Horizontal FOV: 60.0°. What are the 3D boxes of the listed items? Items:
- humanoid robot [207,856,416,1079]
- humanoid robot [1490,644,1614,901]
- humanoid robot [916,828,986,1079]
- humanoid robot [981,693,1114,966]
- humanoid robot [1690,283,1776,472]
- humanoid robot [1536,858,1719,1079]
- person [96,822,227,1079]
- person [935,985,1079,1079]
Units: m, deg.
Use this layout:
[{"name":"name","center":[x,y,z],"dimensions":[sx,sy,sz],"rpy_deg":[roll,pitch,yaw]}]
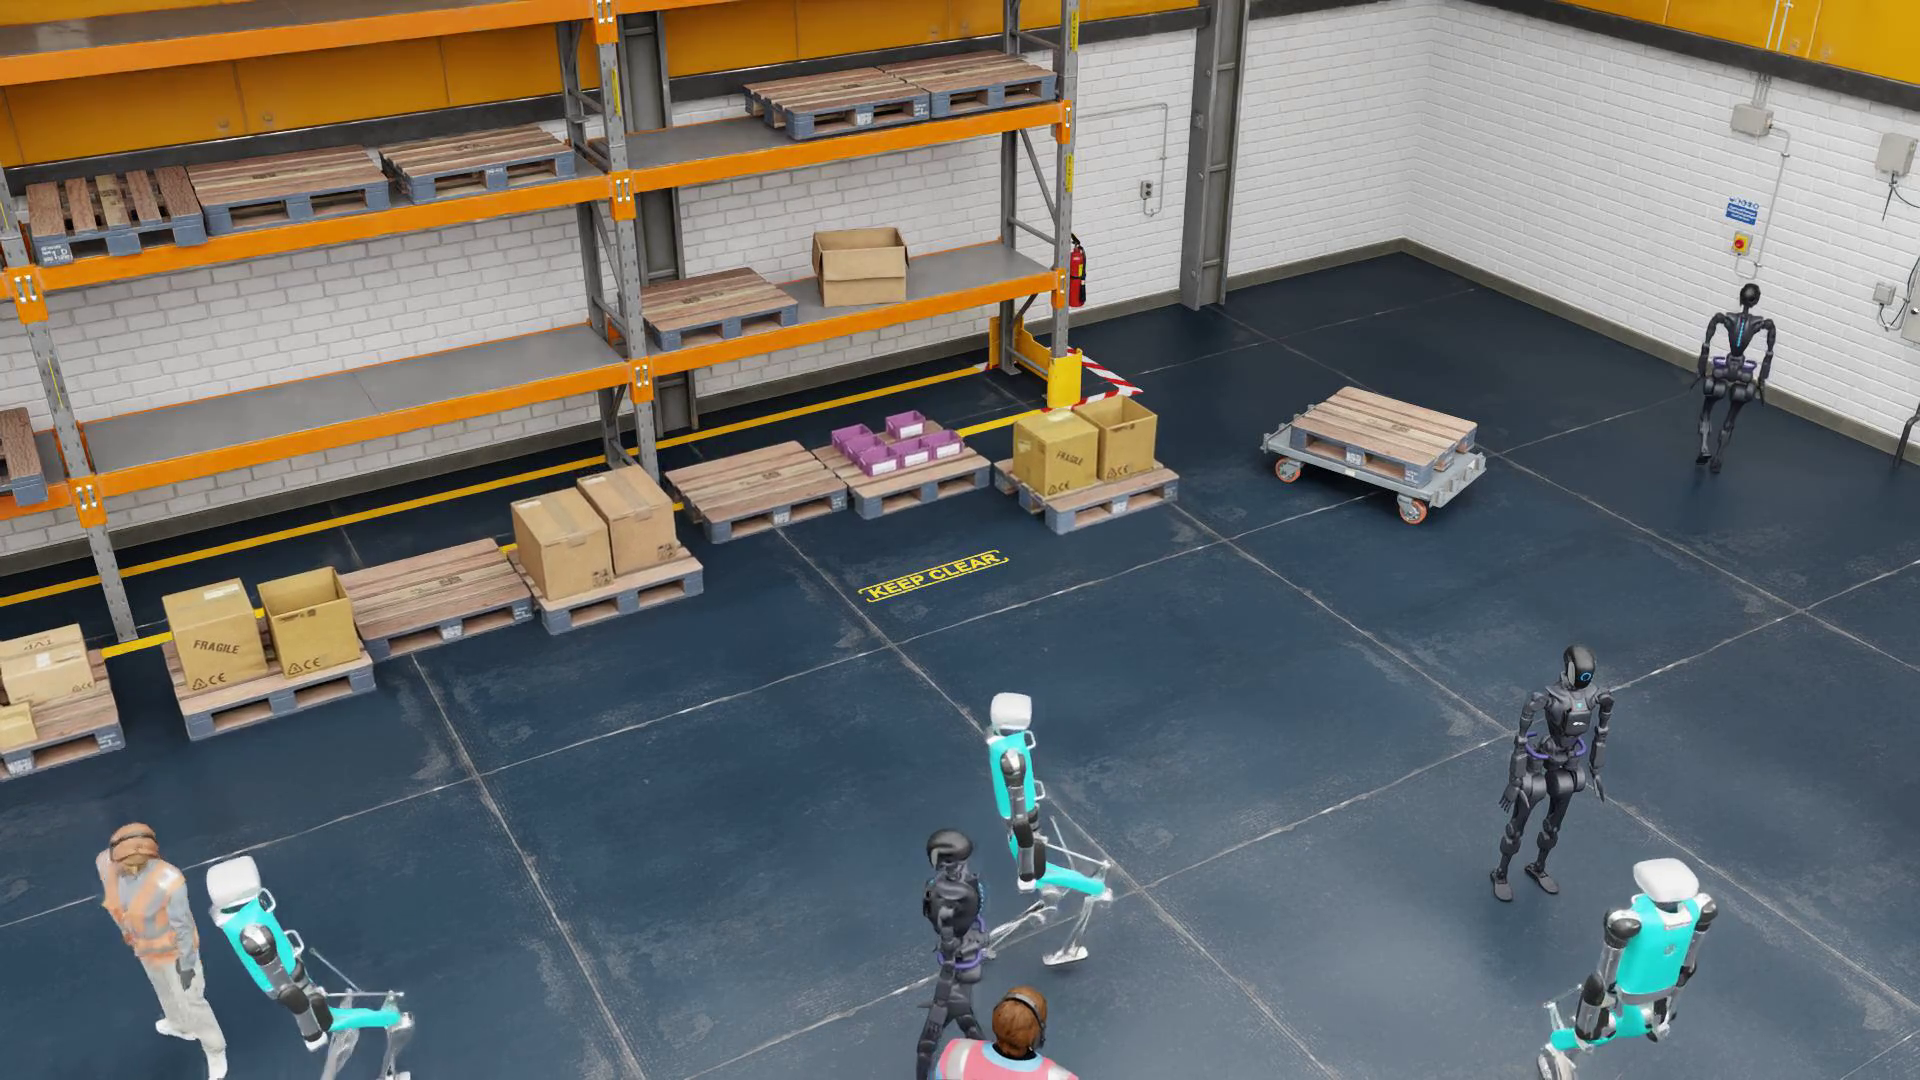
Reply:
[{"name":"humanoid robot","center":[-2.926,2.096,7.812],"dimensions":[0.844,1.778,0.568],"rpy_deg":[-21,36,-33]},{"name":"humanoid robot","center":[3.304,1.289,9.249],"dimensions":[0.599,1.655,0.315],"rpy_deg":[-5,30,-8]},{"name":"humanoid robot","center":[-0.048,2.026,7.973],"dimensions":[0.609,1.636,0.608],"rpy_deg":[3,30,5]},{"name":"humanoid robot","center":[0.454,1.576,8.697],"dimensions":[0.944,1.755,0.560],"rpy_deg":[-3,30,-5]},{"name":"humanoid robot","center":[6.465,-1.361,13.946],"dimensions":[0.591,1.642,0.358],"rpy_deg":[13,32,22]},{"name":"humanoid robot","center":[2.975,2.100,7.844],"dimensions":[0.538,1.854,0.824],"rpy_deg":[-8,31,-14]},{"name":"person","center":[-3.944,1.968,8.126],"dimensions":[0.666,1.606,0.337],"rpy_deg":[14,32,23]},{"name":"person","center":[0.214,2.565,6.852],"dimensions":[0.628,1.835,0.431],"rpy_deg":[11,31,18]}]
